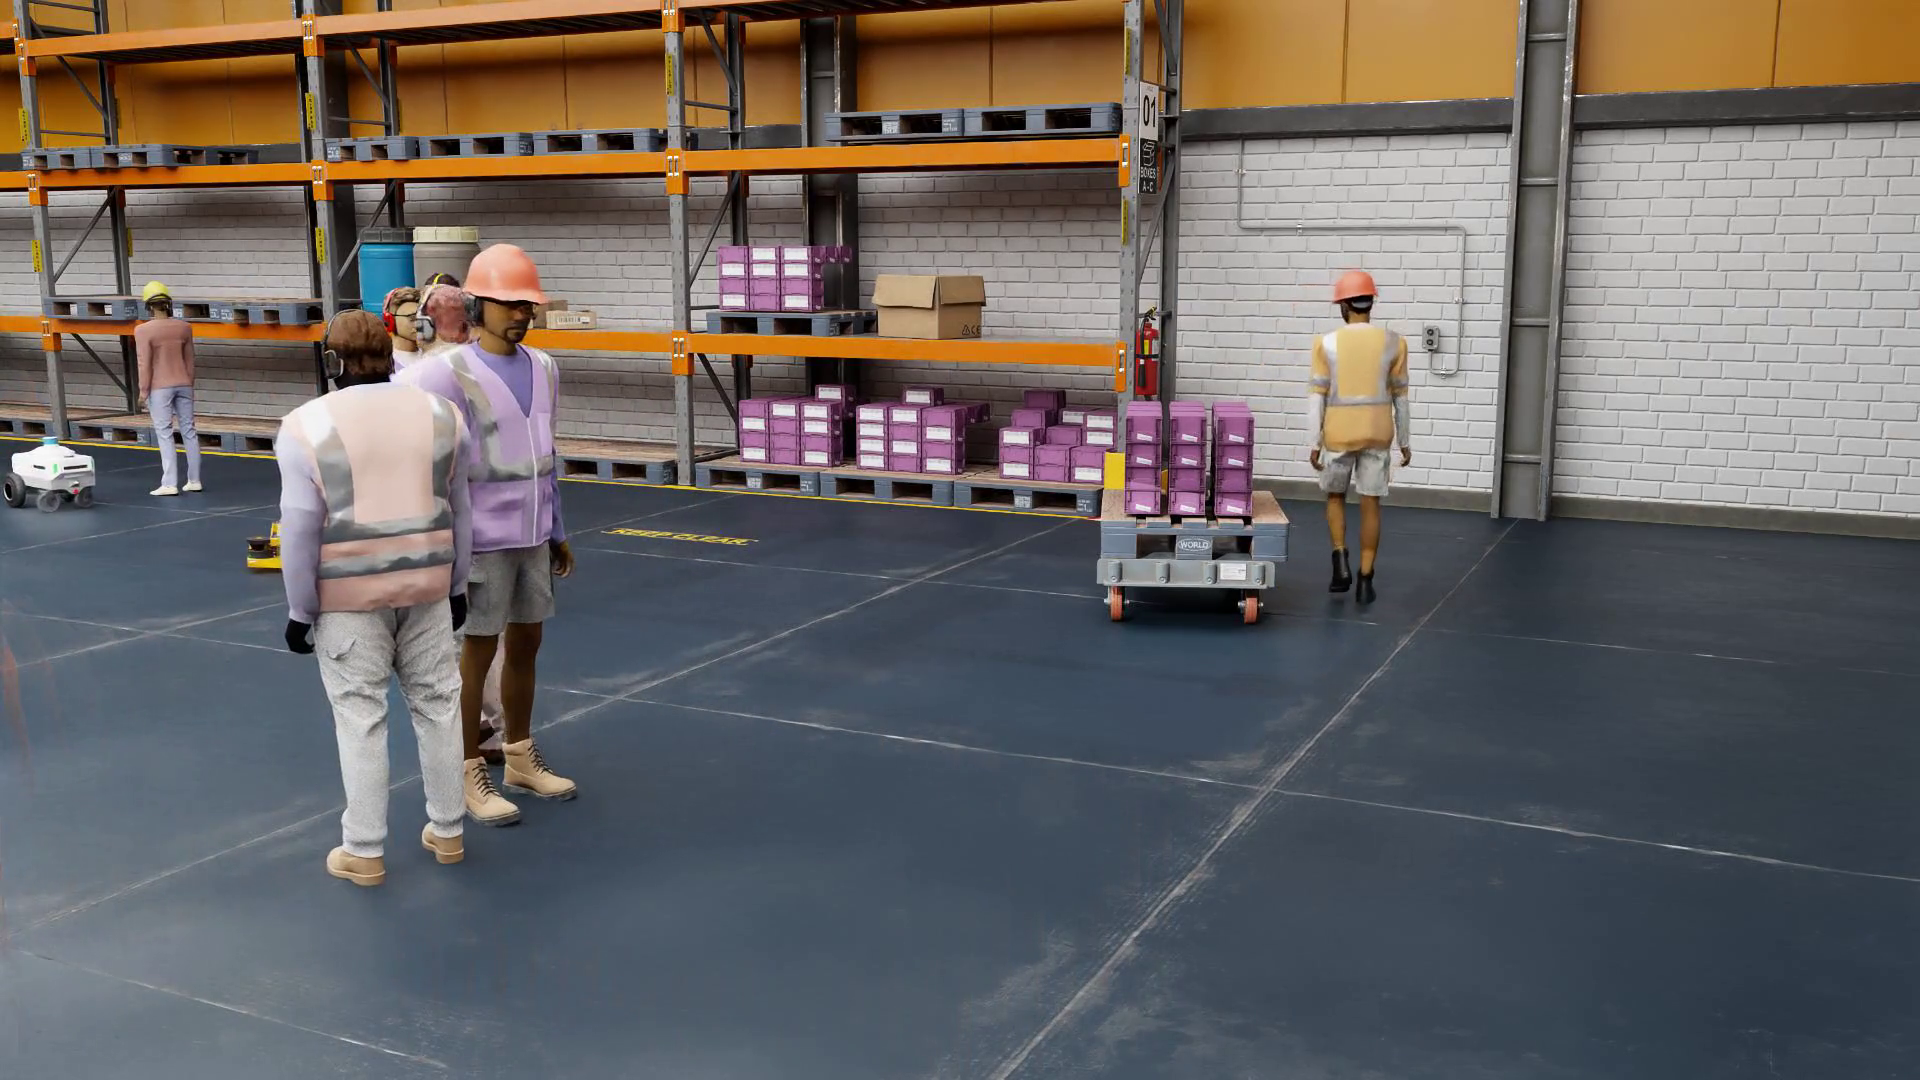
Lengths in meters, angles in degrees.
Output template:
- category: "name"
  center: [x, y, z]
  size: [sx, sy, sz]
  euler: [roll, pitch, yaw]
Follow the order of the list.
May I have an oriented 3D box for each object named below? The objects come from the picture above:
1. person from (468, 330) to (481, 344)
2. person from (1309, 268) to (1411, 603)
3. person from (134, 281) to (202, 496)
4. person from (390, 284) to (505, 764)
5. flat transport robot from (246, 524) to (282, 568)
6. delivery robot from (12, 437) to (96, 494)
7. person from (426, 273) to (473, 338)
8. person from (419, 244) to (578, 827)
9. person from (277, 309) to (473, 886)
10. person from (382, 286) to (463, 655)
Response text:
- category: "person"
  center: [-2.683, -0.380, 9.313]
  size: [0.563, 1.599, 0.735]
  euler: [-2, 10, -13]
- category: "person"
  center: [2.299, -0.589, 9.554]
  size: [0.604, 1.911, 0.411]
  euler: [2, 10, 12]
- category: "person"
  center: [-6.538, -1.239, 13.703]
  size: [0.329, 1.764, 0.524]
  euler: [5, 11, 28]
- category: "person"
  center: [-1.971, -0.038, 6.452]
  size: [0.429, 1.889, 0.676]
  euler: [6, 12, 31]
- category: "flat transport robot"
  center: [-3.893, -0.006, 10.910]
  size: [1.431, 0.197, 0.652]
  euler: [-4, 11, -21]
- category: "delivery robot"
  center: [-7.112, -0.568, 13.047]
  size: [0.707, 0.478, 0.477]
  euler: [7, 12, 35]
- category: "person"
  center: [-3.382, -0.839, 11.119]
  size: [0.317, 1.865, 0.523]
  euler: [0, 10, -1]
- category: "person"
  center: [-1.599, -0.019, 5.921]
  size: [0.395, 2.038, 0.614]
  euler: [5, 11, 28]
- category: "person"
  center: [-1.867, 0.184, 5.347]
  size: [0.619, 1.838, 0.430]
  euler: [-8, 13, -40]
- category: "person"
  center: [-2.691, -0.311, 8.146]
  size: [0.389, 1.846, 0.567]
  euler: [5, 11, 26]
